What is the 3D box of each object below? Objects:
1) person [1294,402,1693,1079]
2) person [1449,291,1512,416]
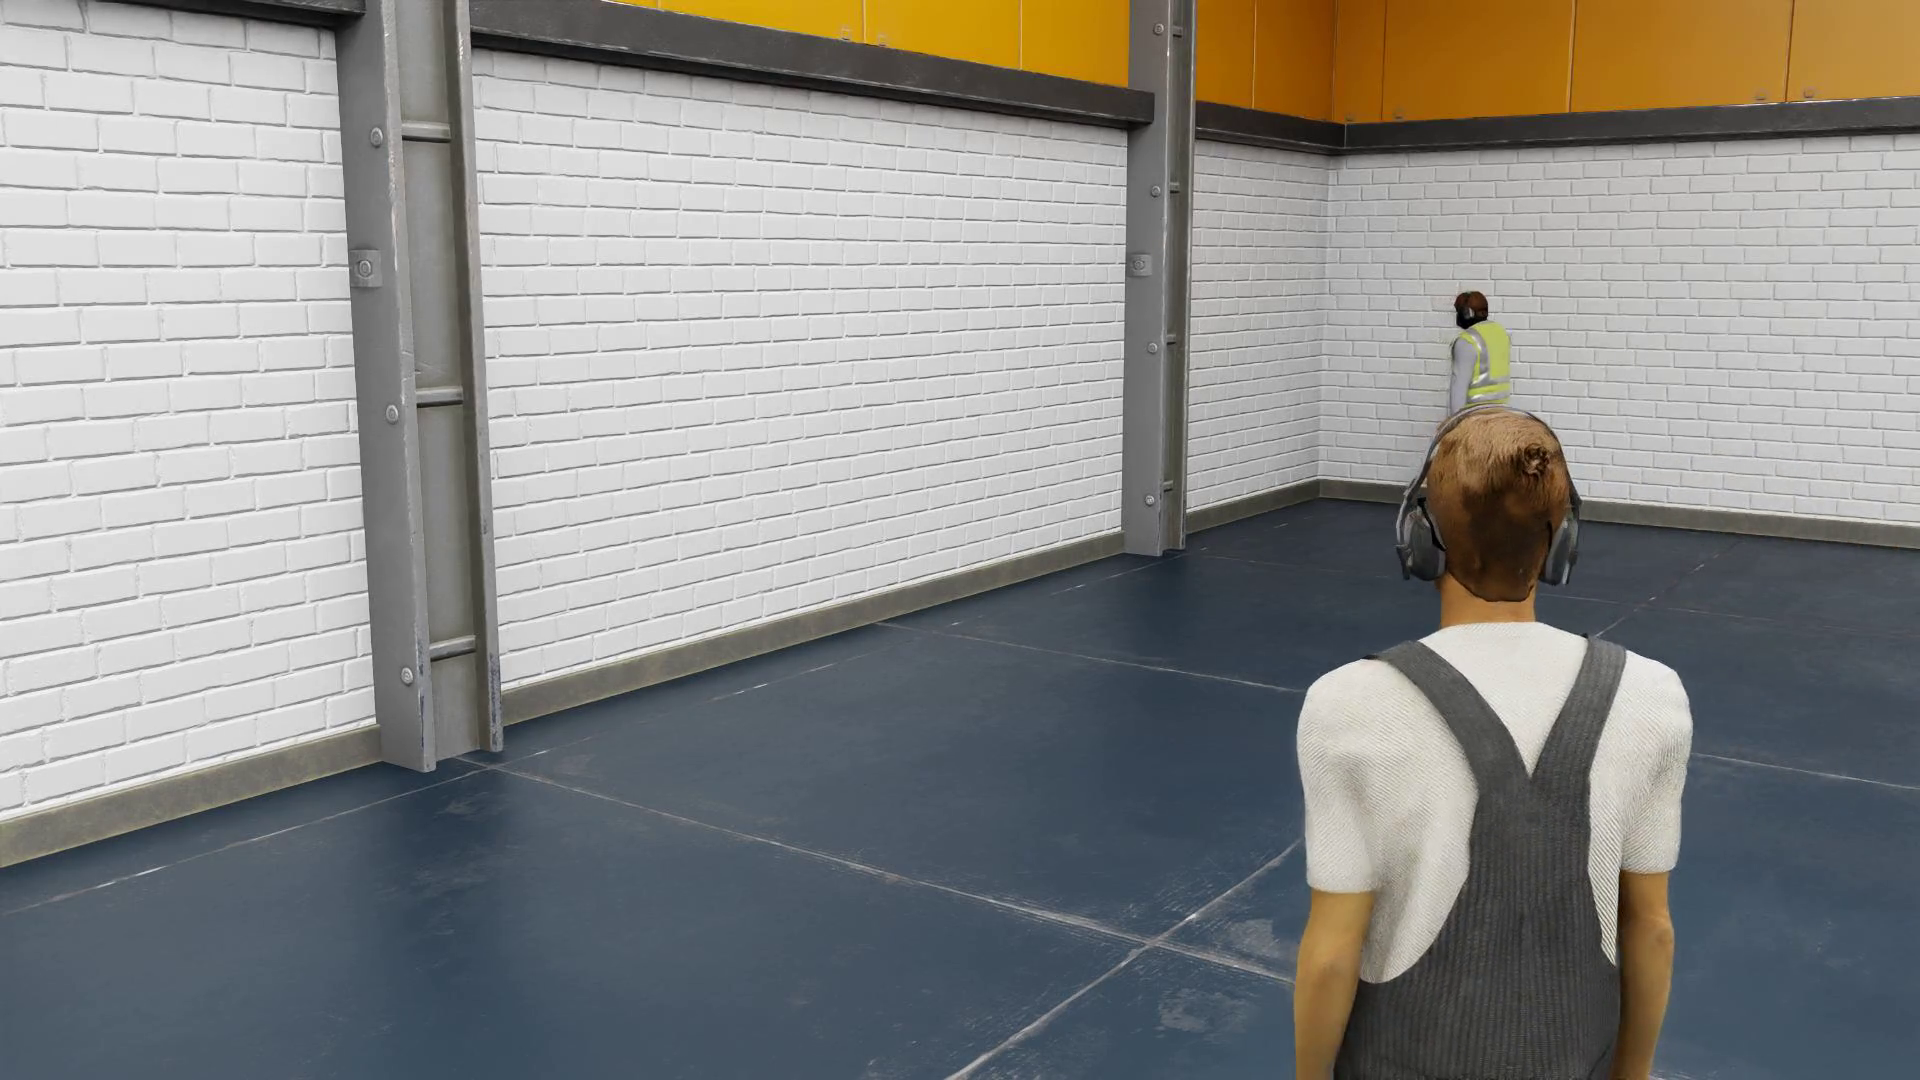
[{"bbox_3d":[0.677,0.745,2.200,0.513,1.838,0.326,-1,10,-6],"label":"person"},{"bbox_3d":[3.878,-0.943,12.404,0.751,1.812,0.484,-8,12,-39],"label":"person"}]
